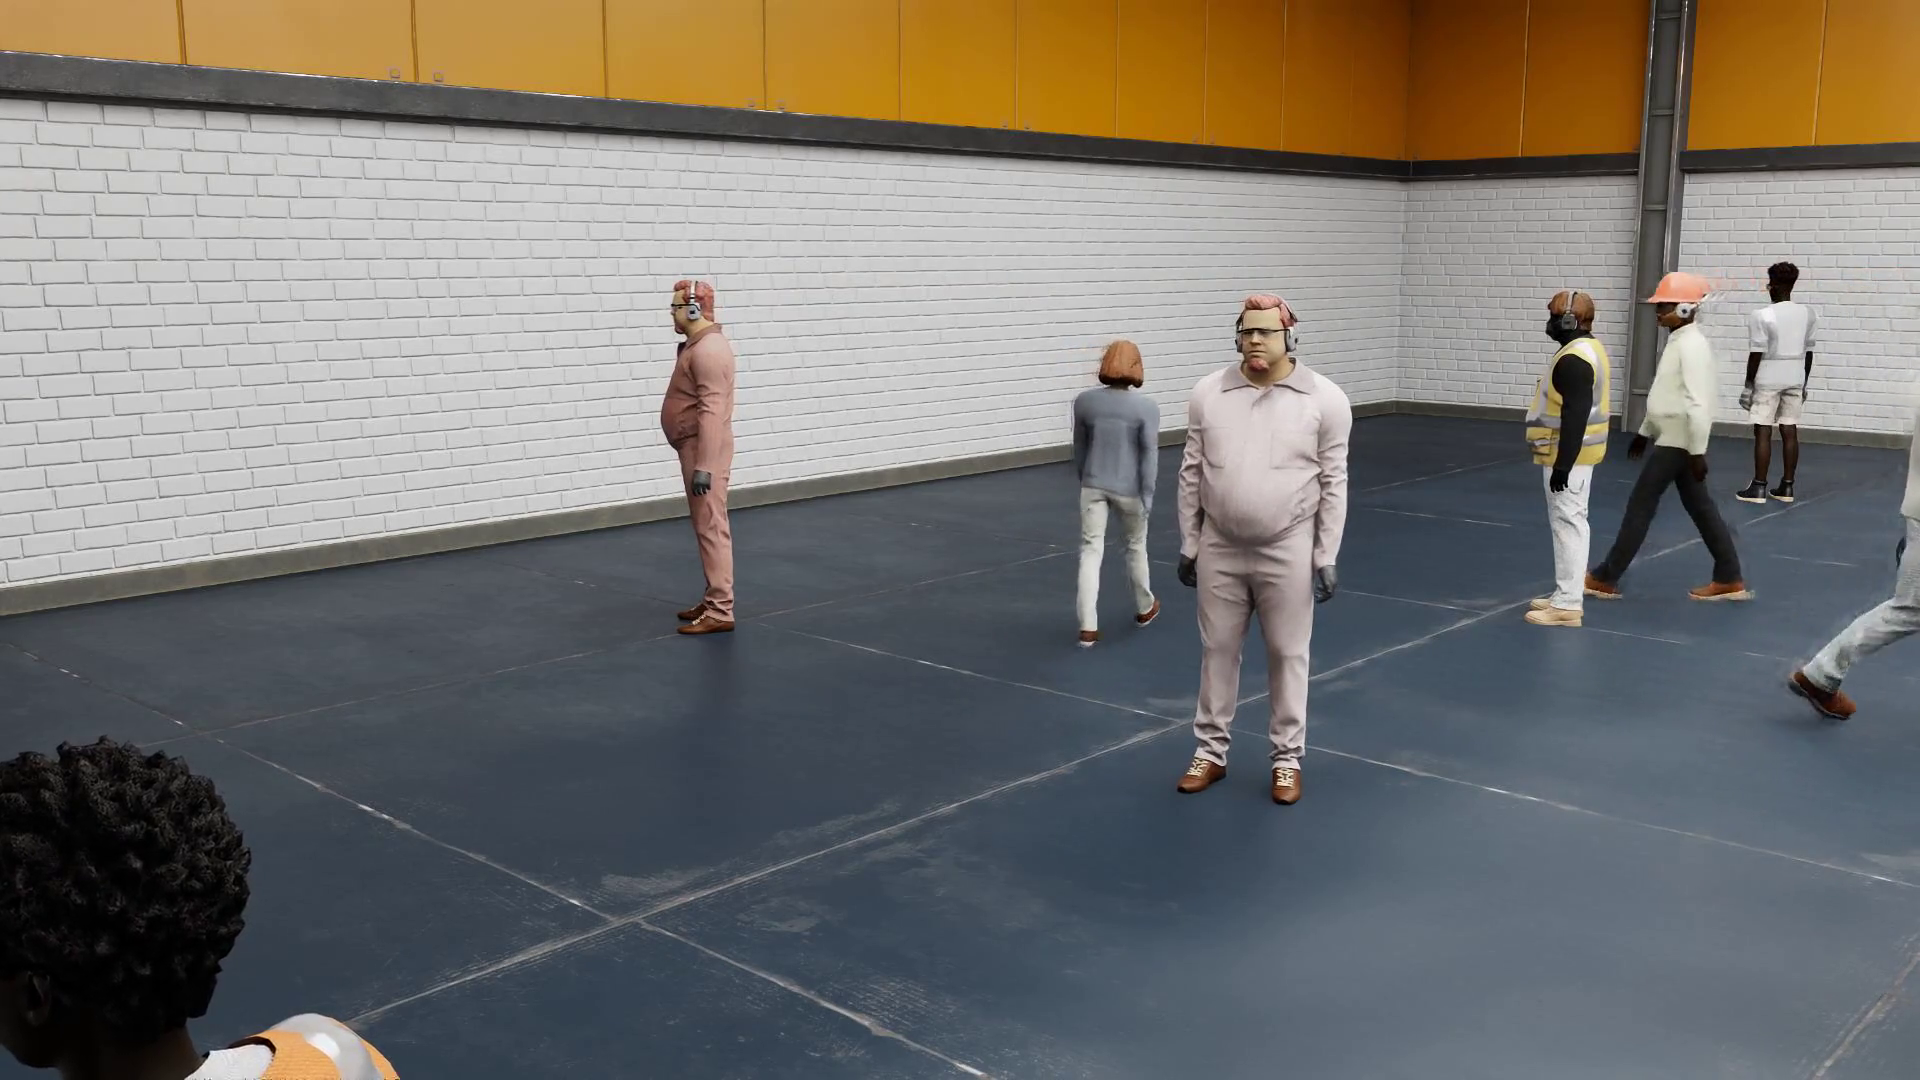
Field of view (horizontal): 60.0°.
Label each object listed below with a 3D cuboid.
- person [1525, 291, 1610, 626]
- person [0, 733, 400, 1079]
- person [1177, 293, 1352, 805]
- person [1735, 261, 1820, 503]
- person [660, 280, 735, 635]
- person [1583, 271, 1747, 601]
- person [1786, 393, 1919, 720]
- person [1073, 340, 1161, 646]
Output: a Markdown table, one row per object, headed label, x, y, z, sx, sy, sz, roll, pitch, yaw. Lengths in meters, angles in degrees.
| label | x | y | z | sx | sy | sz | roll | pitch | yaw |
| --- | --- | --- | --- | --- | --- | --- | --- | --- | --- |
| person | 3.343 | -0.447 | 9.196 | 0.429 | 1.841 | 0.634 | 5 | 11 | 25 |
| person | -0.656 | 0.994 | 1.429 | 0.321 | 1.690 | 0.529 | 4 | 11 | 19 |
| person | 1.114 | 0.037 | 6.249 | 0.636 | 1.911 | 0.405 | 4 | 11 | 23 |
| person | 6.662 | -1.280 | 13.581 | 0.603 | 1.967 | 0.368 | -2 | 10 | -11 |
| person | -1.412 | -0.447 | 9.007 | 0.403 | 1.906 | 0.651 | -1 | 10 | -8 |
| person | 4.169 | -0.590 | 9.755 | 1.042 | 1.943 | 0.615 | 4 | 11 | 21 |
| person | 4.059 | -0.082 | 6.975 | 0.942 | 1.905 | 0.649 | 7 | 12 | 36 |
| person | 0.840 | -0.263 | 8.863 | 0.509 | 1.588 | 0.844 | 4 | 11 | 23 |
